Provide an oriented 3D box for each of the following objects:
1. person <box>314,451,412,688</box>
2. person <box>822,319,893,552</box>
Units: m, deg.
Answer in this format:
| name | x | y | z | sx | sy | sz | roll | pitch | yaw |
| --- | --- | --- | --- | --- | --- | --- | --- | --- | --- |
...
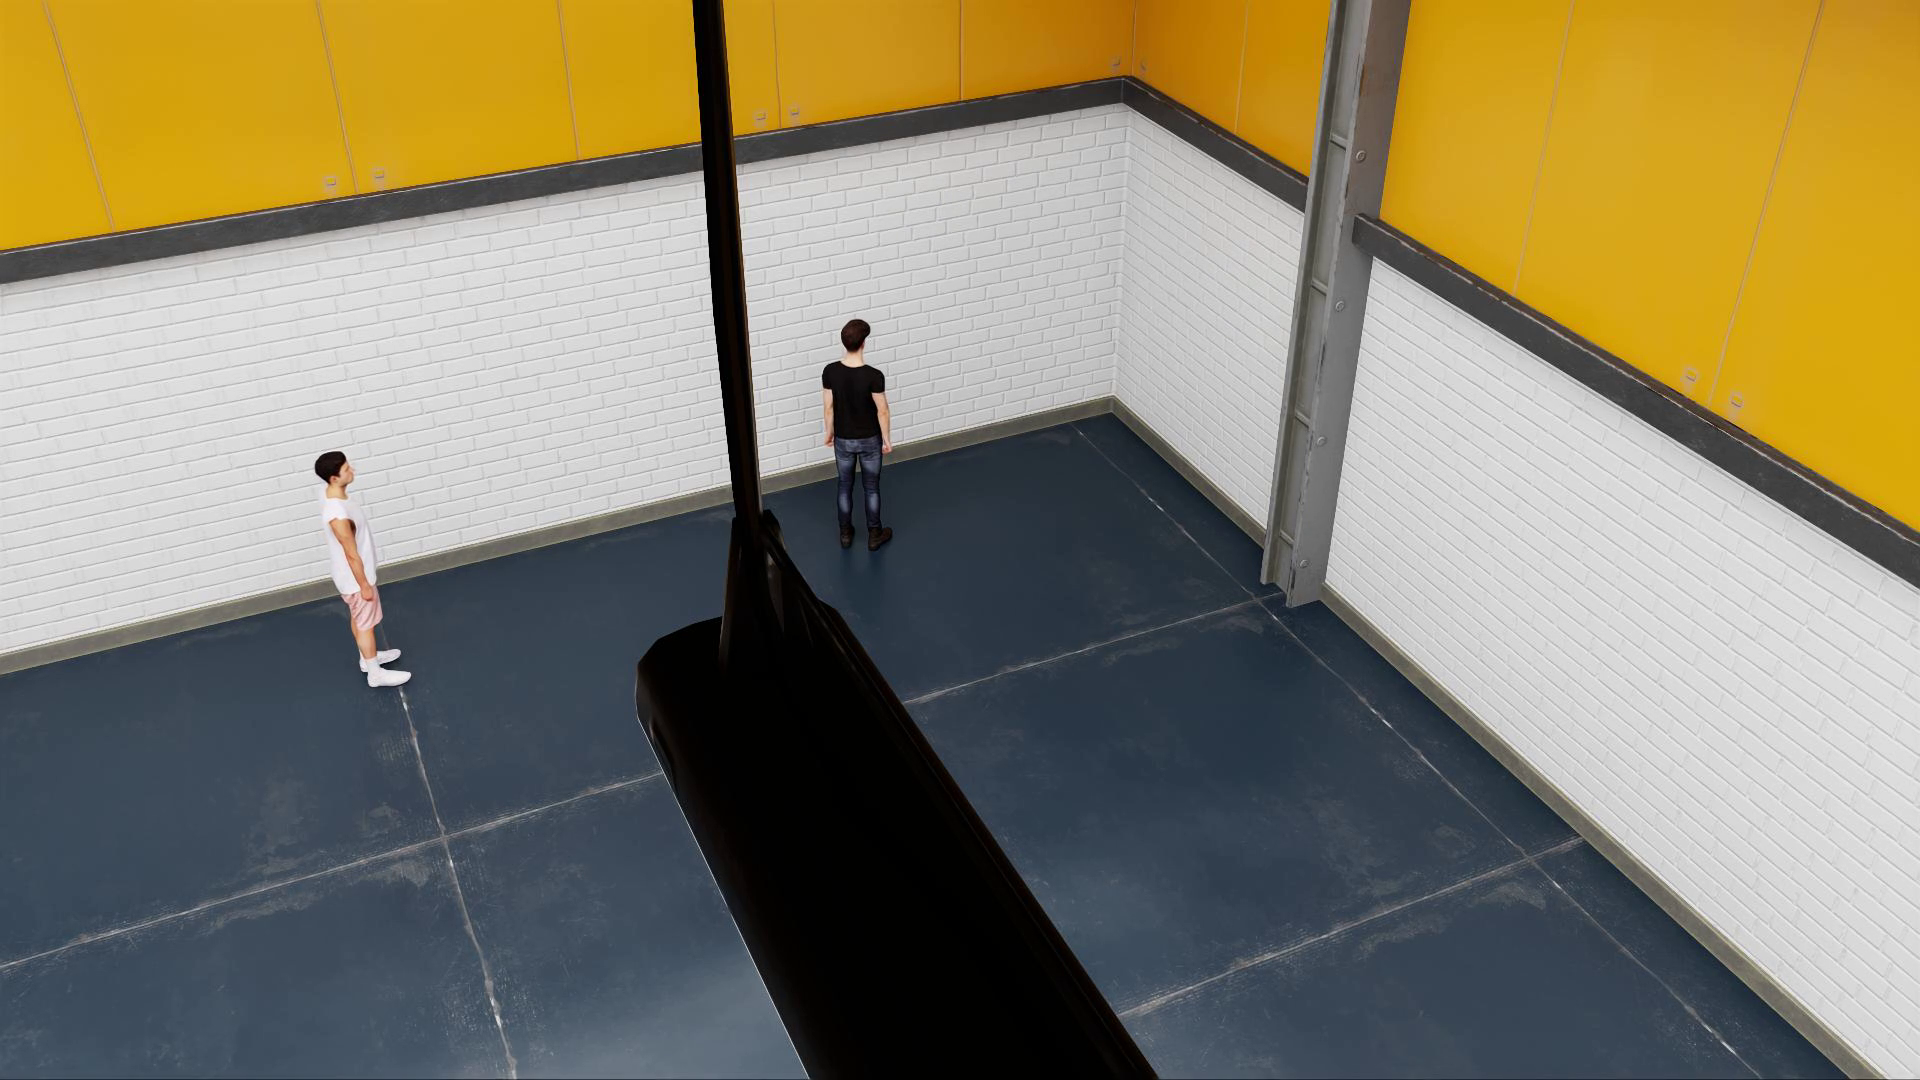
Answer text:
| name | x | y | z | sx | sy | sz | roll | pitch | yaw |
| --- | --- | --- | --- | --- | --- | --- | --- | --- | --- |
| person | -4.096 | 0.195 | 11.223 | 0.694 | 1.789 | 0.500 | -16 | 37 | -22 |
| person | -0.781 | -0.781 | 12.595 | 0.767 | 1.896 | 0.787 | 6 | 34 | 10 |
